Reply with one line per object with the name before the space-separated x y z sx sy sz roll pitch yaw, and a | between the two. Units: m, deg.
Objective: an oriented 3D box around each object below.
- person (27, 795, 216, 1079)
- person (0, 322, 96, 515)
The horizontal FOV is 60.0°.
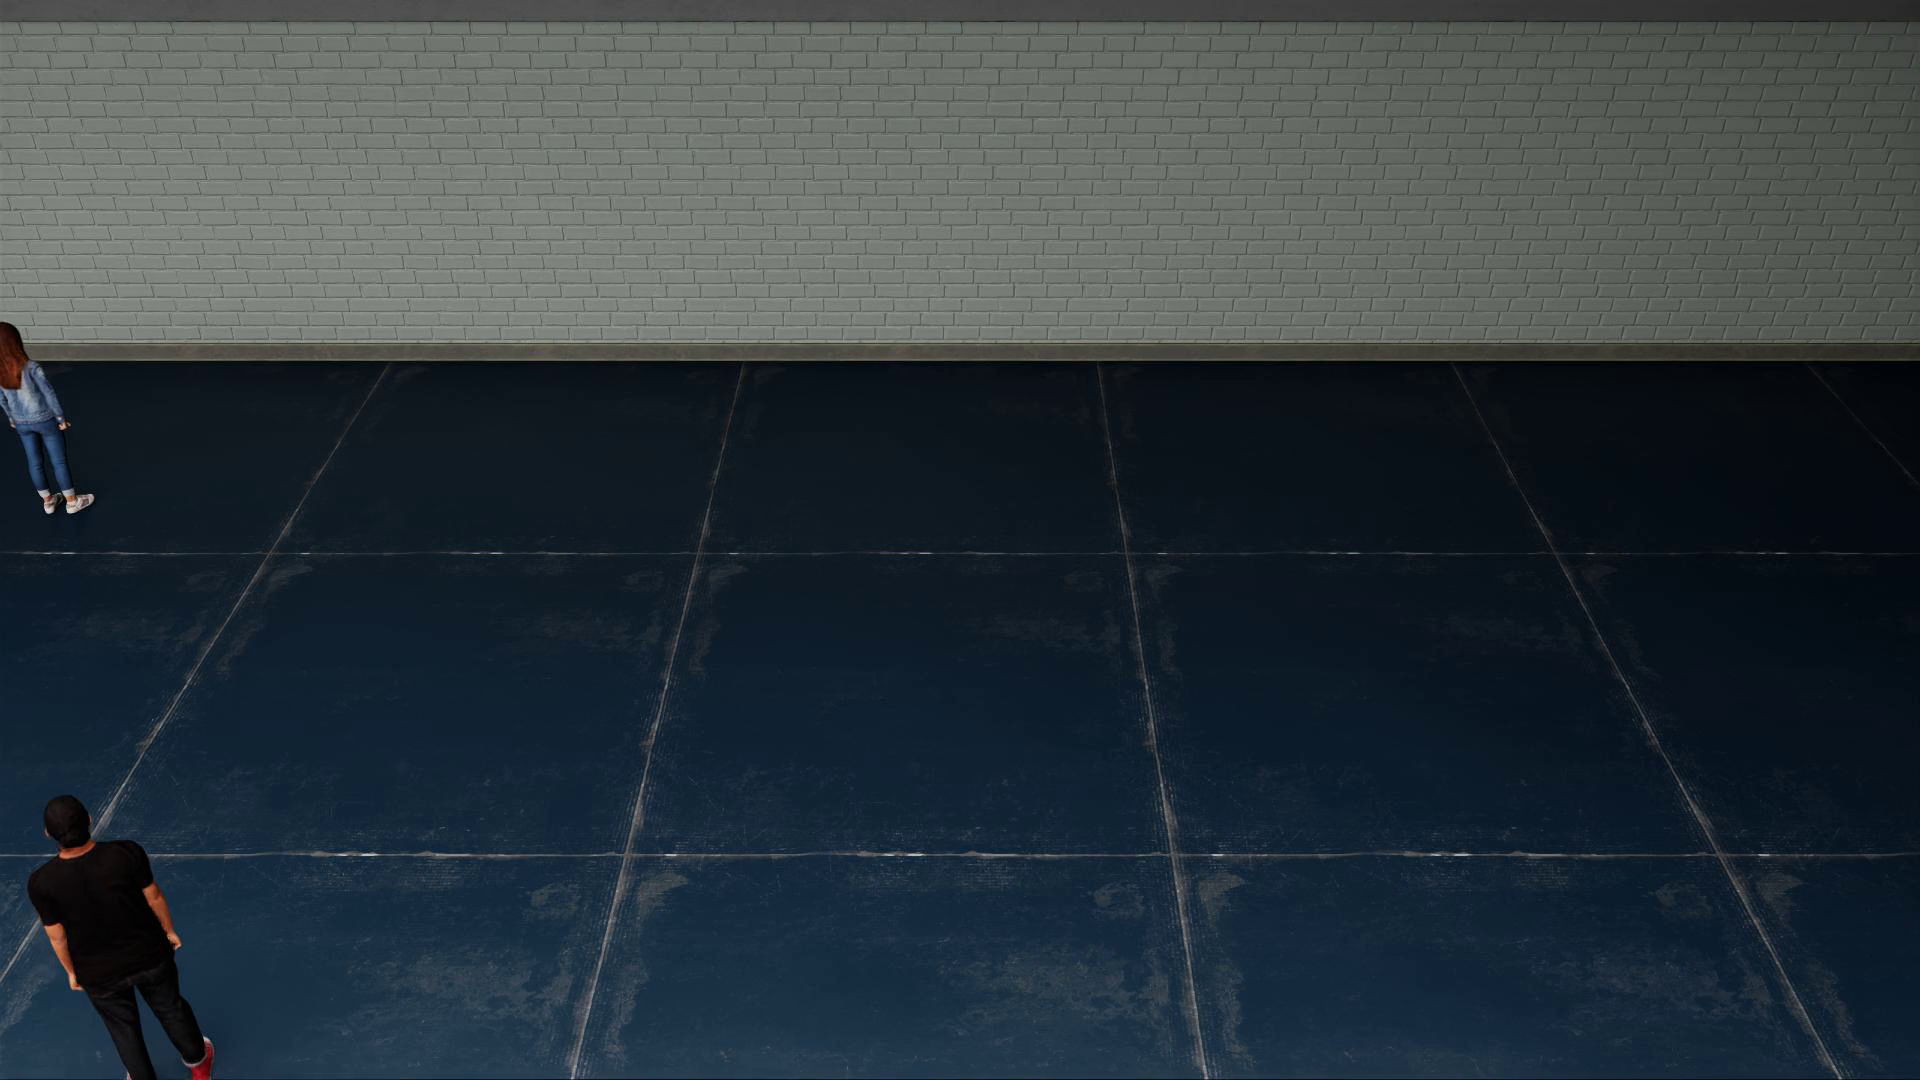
person | -3.717 1.823 7.361 0.714 1.756 0.729 -20 38 -27
person | -6.532 -0.855 11.736 0.580 1.476 0.511 2 33 3
